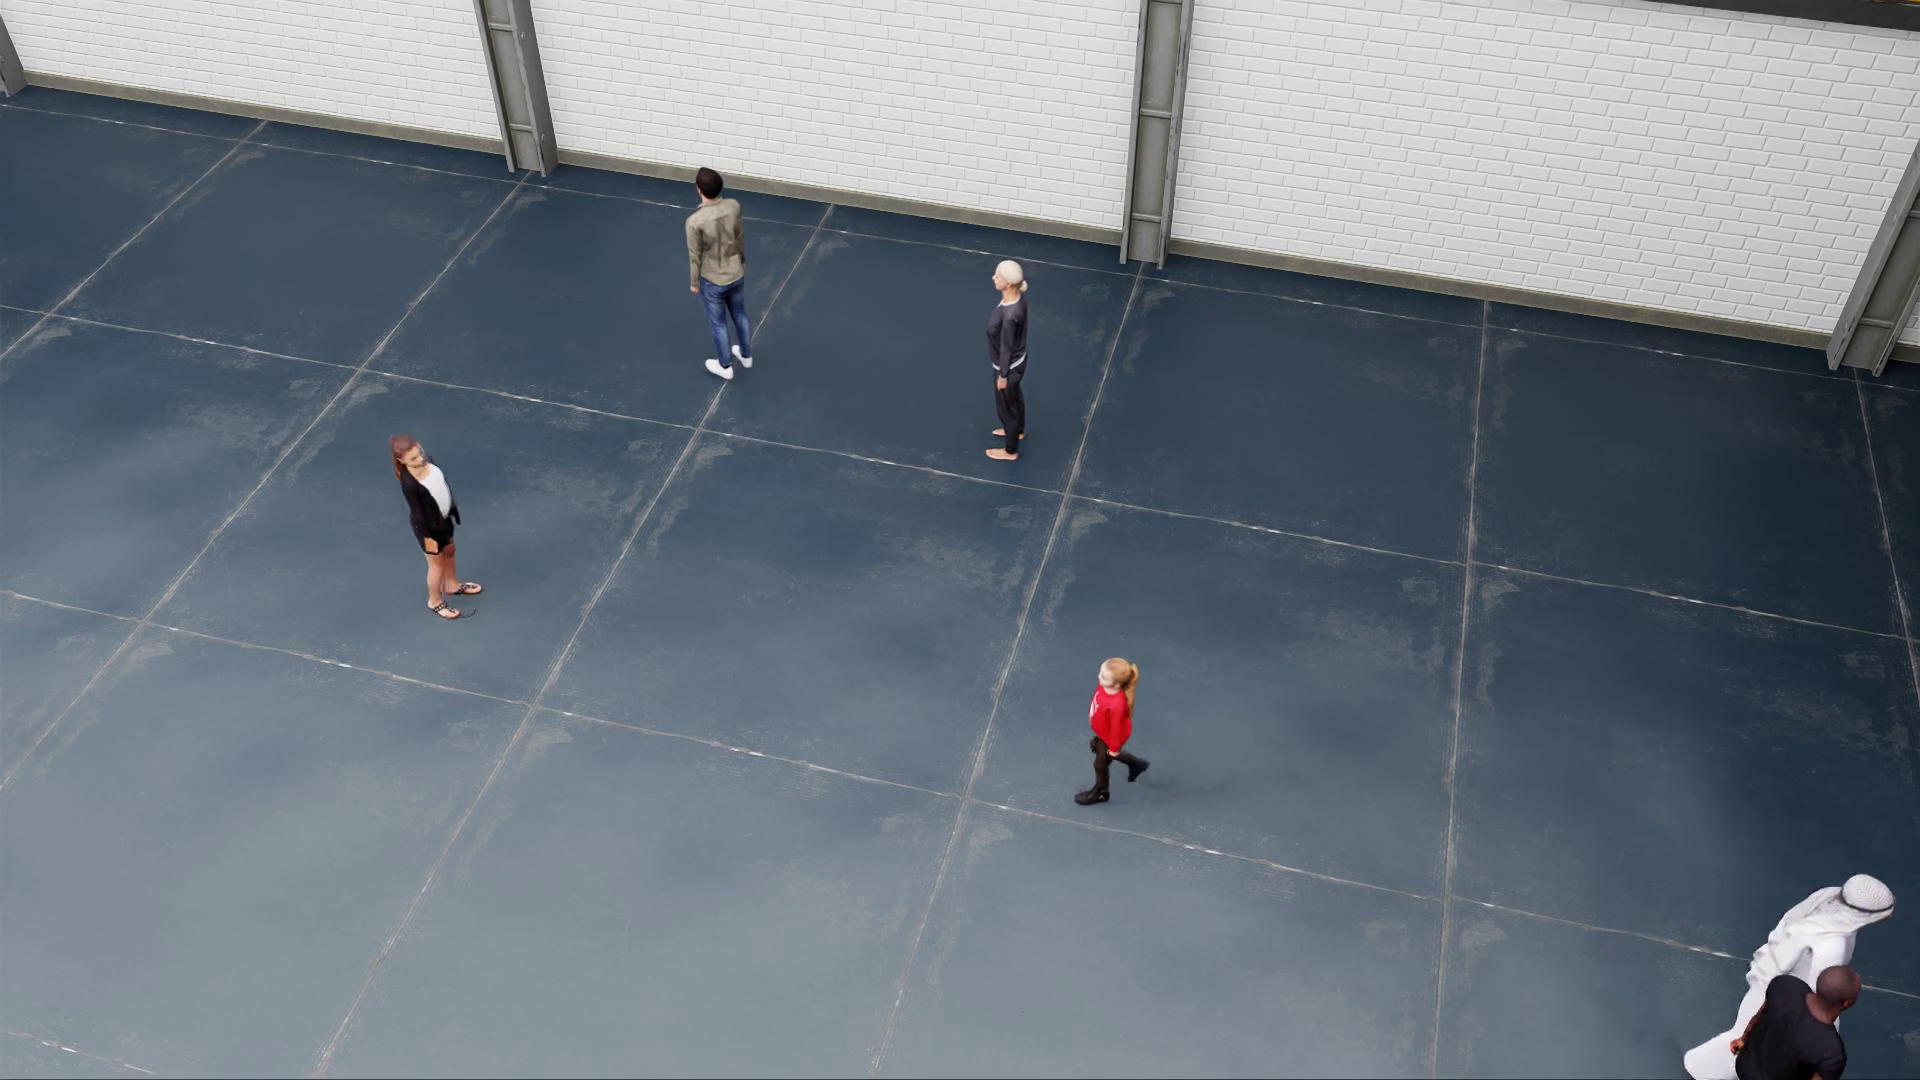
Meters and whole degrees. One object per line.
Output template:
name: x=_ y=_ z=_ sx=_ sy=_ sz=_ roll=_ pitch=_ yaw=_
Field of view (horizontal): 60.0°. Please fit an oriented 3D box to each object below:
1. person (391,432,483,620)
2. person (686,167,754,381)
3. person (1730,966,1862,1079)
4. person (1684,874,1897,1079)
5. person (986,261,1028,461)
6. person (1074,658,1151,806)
person: x=-3.594 y=-0.149 z=11.356 sx=0.549 sy=1.552 sz=0.568 roll=1 pitch=44 yaw=2
person: x=-1.890 y=-2.100 z=13.177 sx=0.789 sy=1.866 sz=0.781 roll=-33 pitch=53 yaw=-30
person: x=3.926 y=2.672 z=8.214 sx=0.887 sy=1.803 sz=0.881 roll=-4 pitch=44 yaw=-4
person: x=4.184 y=2.268 z=8.563 sx=0.940 sy=1.906 sz=0.839 roll=25 pitch=49 yaw=24
person: x=0.376 y=-1.358 z=12.500 sx=0.556 sy=1.726 sz=0.623 roll=5 pitch=44 yaw=5
person: x=0.971 y=1.160 z=10.186 sx=0.780 sy=1.272 sz=0.633 roll=-4 pitch=44 yaw=-4
